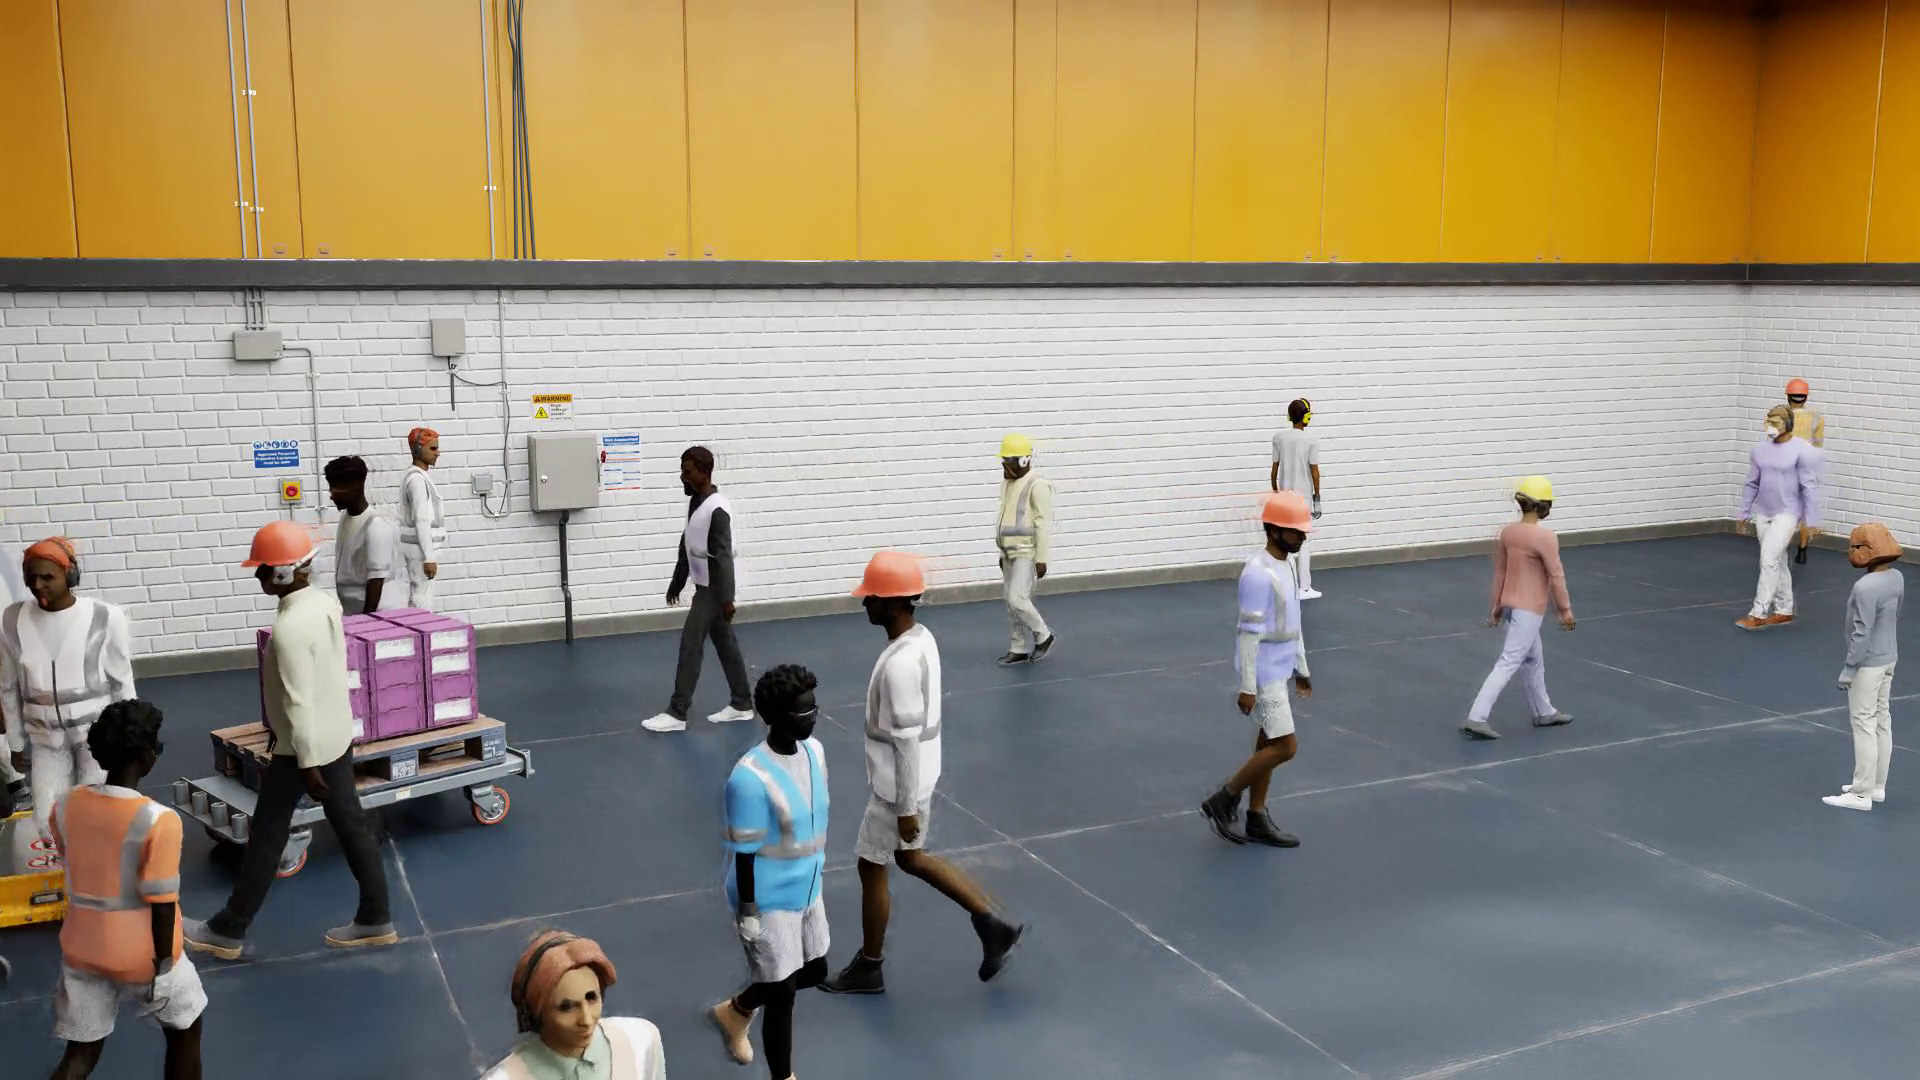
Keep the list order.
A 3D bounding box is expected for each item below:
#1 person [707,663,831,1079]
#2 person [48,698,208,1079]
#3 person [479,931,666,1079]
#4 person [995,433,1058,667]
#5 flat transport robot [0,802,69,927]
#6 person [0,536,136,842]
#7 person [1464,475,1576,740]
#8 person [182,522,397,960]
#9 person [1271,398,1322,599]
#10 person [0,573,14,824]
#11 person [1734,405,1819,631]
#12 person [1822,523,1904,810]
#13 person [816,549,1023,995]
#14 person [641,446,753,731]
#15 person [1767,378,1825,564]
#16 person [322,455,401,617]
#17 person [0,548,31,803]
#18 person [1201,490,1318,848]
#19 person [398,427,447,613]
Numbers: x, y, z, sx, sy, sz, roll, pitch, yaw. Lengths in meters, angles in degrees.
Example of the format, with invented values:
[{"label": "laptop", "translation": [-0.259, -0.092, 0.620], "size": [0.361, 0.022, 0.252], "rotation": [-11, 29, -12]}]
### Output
[{"label": "person", "translation": [-0.697, 1.249, 5.951], "size": [0.541, 1.681, 0.540], "rotation": [5, 10, 27]}, {"label": "person", "translation": [-2.761, 1.350, 5.371], "size": [0.532, 1.660, 0.828], "rotation": [3, 10, 17]}, {"label": "person", "translation": [-0.899, 1.628, 3.744], "size": [0.593, 1.626, 0.515], "rotation": [8, 12, 42]}, {"label": "person", "translation": [0.460, 0.087, 12.723], "size": [0.421, 1.813, 0.620], "rotation": [-5, 10, -28]}, {"label": "flat transport robot", "translation": [-4.502, 1.573, 8.286], "size": [0.652, 0.197, 1.431], "rotation": [-4, 10, -23]}, {"label": "person", "translation": [-4.052, 0.881, 7.648], "size": [0.589, 1.866, 0.571], "rotation": [-1, 9, -8]}, {"label": "person", "translation": [3.677, 0.438, 10.857], "size": [0.917, 1.722, 0.536], "rotation": [-2, 9, -14]}, {"label": "person", "translation": [-2.997, 0.883, 7.366], "size": [0.964, 1.943, 0.627], "rotation": [0, 9, 1]}, {"label": "person", "translation": [3.135, -0.383, 15.471], "size": [0.517, 1.874, 0.328], "rotation": [8, 12, 40]}, {"label": "person", "translation": [-4.982, 0.710, 8.161], "size": [0.681, 2.000, 0.926], "rotation": [-3, 10, -18]}, {"label": "person", "translation": [6.809, -0.179, 14.063], "size": [0.853, 1.909, 0.661], "rotation": [-3, 10, -18]}, {"label": "person", "translation": [5.136, 0.711, 9.418], "size": [0.499, 1.633, 0.278], "rotation": [-8, 12, -40]}, {"label": "person", "translation": [-0.180, 0.978, 6.897], "size": [0.803, 1.919, 0.553], "rotation": [1, 9, 9]}, {"label": "person", "translation": [-1.786, 0.321, 11.045], "size": [0.893, 1.880, 0.615], "rotation": [-4, 10, -21]}, {"label": "person", "translation": [8.683, -0.719, 17.357], "size": [0.551, 1.932, 0.378], "rotation": [2, 9, 13]}, {"label": "person", "translation": [-3.716, 0.446, 10.133], "size": [0.795, 1.928, 0.635], "rotation": [-8, 12, -40]}, {"label": "person", "translation": [-5.416, 0.661, 9.180], "size": [0.420, 1.805, 0.636], "rotation": [1, 9, 6]}, {"label": "person", "translation": [1.627, 0.686, 8.713], "size": [0.459, 1.915, 0.542], "rotation": [4, 10, 24]}, {"label": "person", "translation": [-4.005, 0.100, 12.430], "size": [0.357, 1.885, 0.573], "rotation": [-4, 10, -22]}]
